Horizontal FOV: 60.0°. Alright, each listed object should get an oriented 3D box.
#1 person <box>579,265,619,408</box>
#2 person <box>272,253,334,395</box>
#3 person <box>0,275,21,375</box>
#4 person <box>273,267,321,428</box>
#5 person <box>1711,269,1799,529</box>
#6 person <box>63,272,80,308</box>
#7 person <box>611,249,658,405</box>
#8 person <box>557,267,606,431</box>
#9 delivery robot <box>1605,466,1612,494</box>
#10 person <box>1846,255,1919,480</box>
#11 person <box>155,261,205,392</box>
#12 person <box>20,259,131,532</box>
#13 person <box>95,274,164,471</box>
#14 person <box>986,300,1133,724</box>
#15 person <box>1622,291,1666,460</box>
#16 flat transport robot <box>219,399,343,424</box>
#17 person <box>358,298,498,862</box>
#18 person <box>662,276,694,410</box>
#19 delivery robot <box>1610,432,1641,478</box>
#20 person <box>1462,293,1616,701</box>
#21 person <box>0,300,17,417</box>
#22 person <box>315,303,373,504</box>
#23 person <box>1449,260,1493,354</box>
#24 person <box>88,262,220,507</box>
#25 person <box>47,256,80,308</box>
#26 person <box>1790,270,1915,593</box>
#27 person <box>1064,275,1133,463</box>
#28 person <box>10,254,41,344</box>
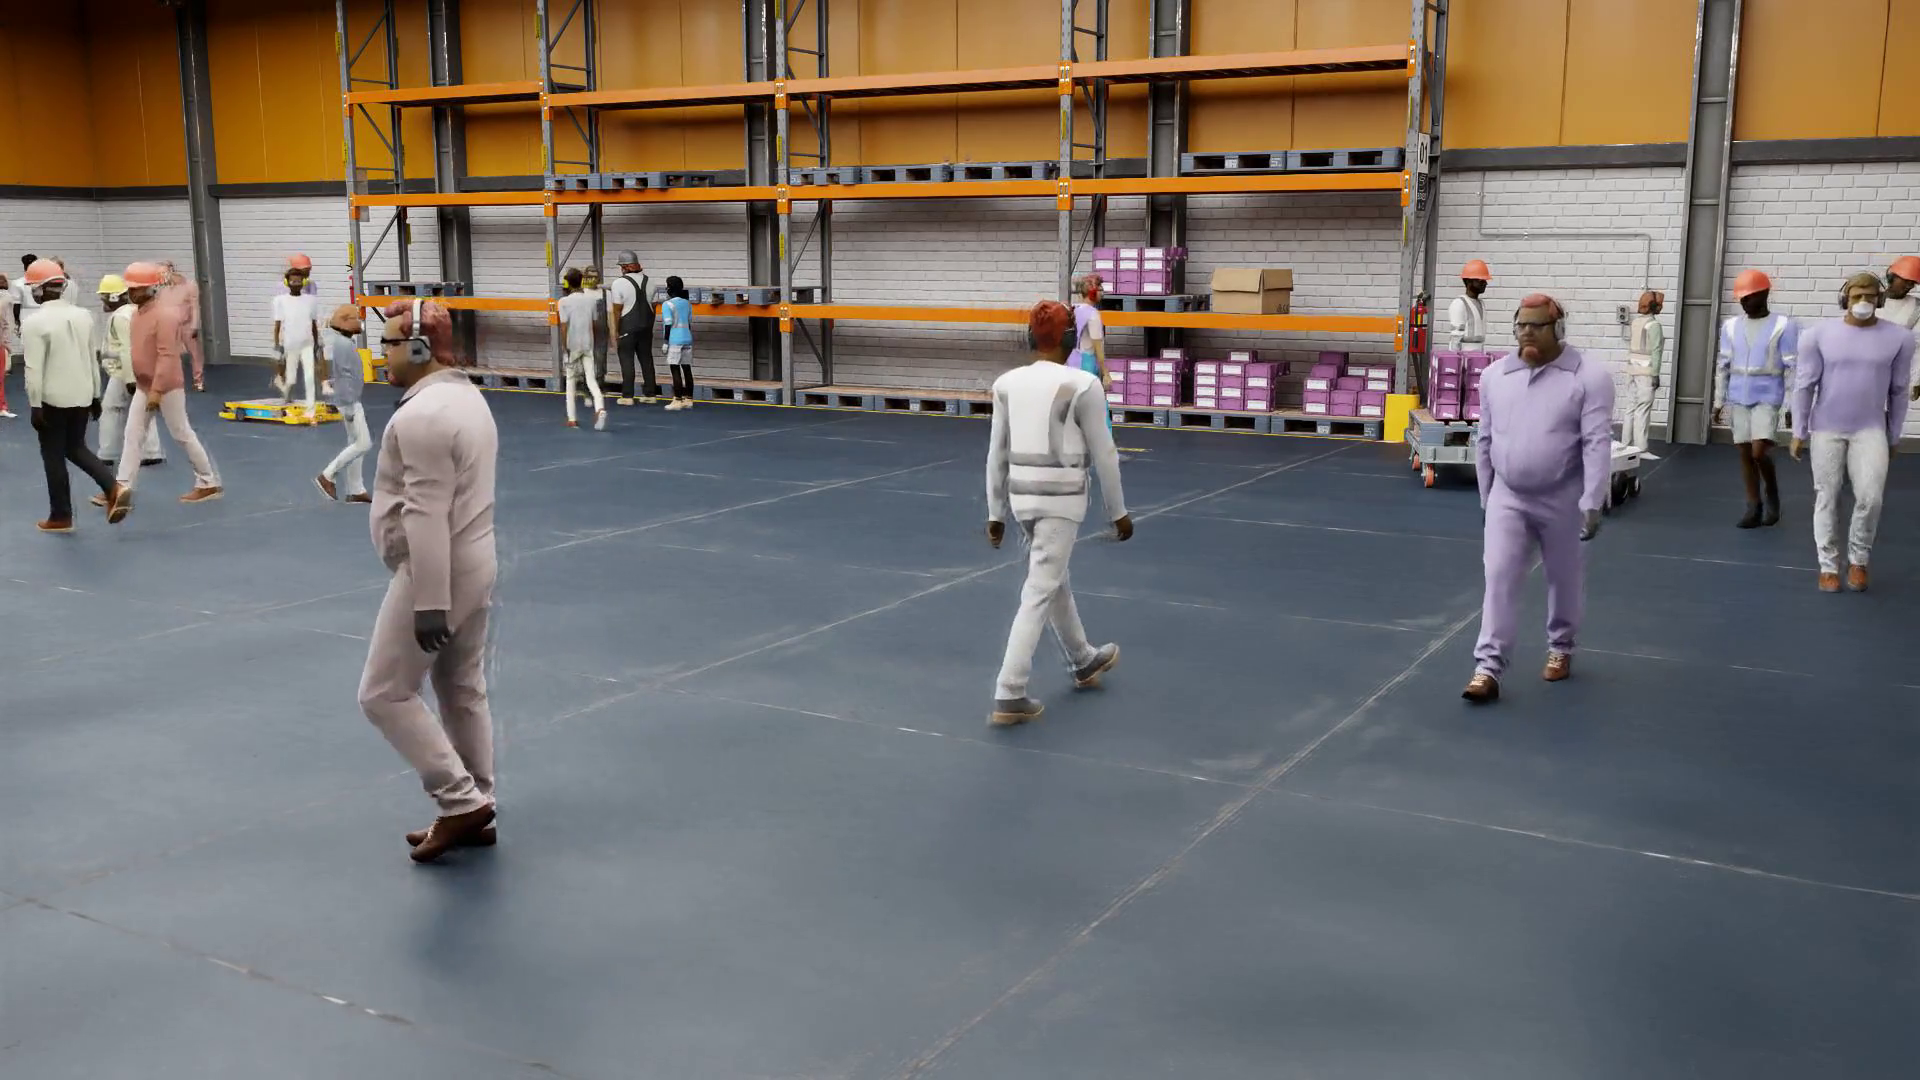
[{"bbox_3d":[-4.654,-2.592,21.273,0.520,1.824,0.574,-5,11,-26],"label":"person"},{"bbox_3d":[-9.217,-3.007,23.219,1.085,1.994,0.600,5,11,24],"label":"person"},{"bbox_3d":[-15.517,-3.495,27.020,0.523,1.603,0.750,-3,10,-14],"label":"person"},{"bbox_3d":[-7.670,-2.231,19.213,0.521,1.842,0.849,-7,12,-36],"label":"person"},{"bbox_3d":[5.804,-1.020,12.160,0.442,1.904,0.555,-8,13,-38],"label":"person"},{"bbox_3d":[-15.404,-3.788,28.600,0.536,1.633,0.333,-2,10,-9],"label":"person"},{"bbox_3d":[-4.320,-2.803,21.868,0.680,2.000,0.535,-10,14,-43],"label":"person"},{"bbox_3d":[-4.266,-2.153,18.783,0.521,1.841,0.860,-7,12,-33],"label":"person"},{"bbox_3d":[4.859,-0.536,12.970,0.477,0.478,0.707,2,10,13],"label":"delivery robot"},{"bbox_3d":[7.931,-1.445,14.322,0.672,1.992,0.713,5,11,26],"label":"person"},{"bbox_3d":[-10.991,-2.972,23.343,0.630,1.855,0.813,-2,10,-10],"label":"person"},{"bbox_3d":[-6.406,-1.021,11.951,0.624,1.977,0.633,3,10,17],"label":"person"},{"bbox_3d":[-7.822,-1.537,15.366,0.787,1.799,0.595,-2,10,-10],"label":"person"},{"bbox_3d":[0.444,-0.144,7.407,1.003,1.827,0.584,-10,14,-44],"label":"person"},{"bbox_3d":[6.664,-1.601,16.197,0.310,1.638,0.522,0,10,-2],"label":"person"},{"bbox_3d":[-8.048,-1.536,19.700,1.431,0.197,0.652,6,12,31],"label":"flat transport robot"},{"bbox_3d":[-1.781,0.143,5.597,0.436,1.890,0.684,0,10,-1],"label":"person"},{"bbox_3d":[-3.581,-2.490,21.068,0.321,1.697,0.535,6,11,29],"label":"person"},{"bbox_3d":[5.273,-0.643,13.577,0.477,0.478,0.707,9,13,41],"label":"delivery robot"},{"bbox_3d":[2.672,-0.203,7.680,0.653,1.854,0.990,7,12,34],"label":"person"},{"bbox_3d":[-11.647,-2.330,19.969,0.312,1.768,0.529,5,11,26],"label":"person"},{"bbox_3d":[-4.890,-1.077,13.264,0.411,1.620,0.522,-3,10,-15],"label":"person"},{"bbox_3d":[4.875,-1.702,15.920,0.377,1.938,0.547,9,13,41],"label":"person"},{"bbox_3d":[-6.413,-1.218,13.188,0.620,1.941,1.001,7,12,35],"label":"person"},{"bbox_3d":[-11.261,-2.573,20.855,0.370,1.940,0.627,1,10,5],"label":"person"},{"bbox_3d":[5.268,-0.625,9.873,0.636,1.922,0.452,4,11,23],"label":"person"},{"bbox_3d":[1.156,-1.589,15.694,0.956,1.801,0.575,-2,10,-9],"label":"person"},{"bbox_3d":[-13.400,-3.161,24.120,0.613,1.957,0.391,-9,13,-41],"label":"person"}]
